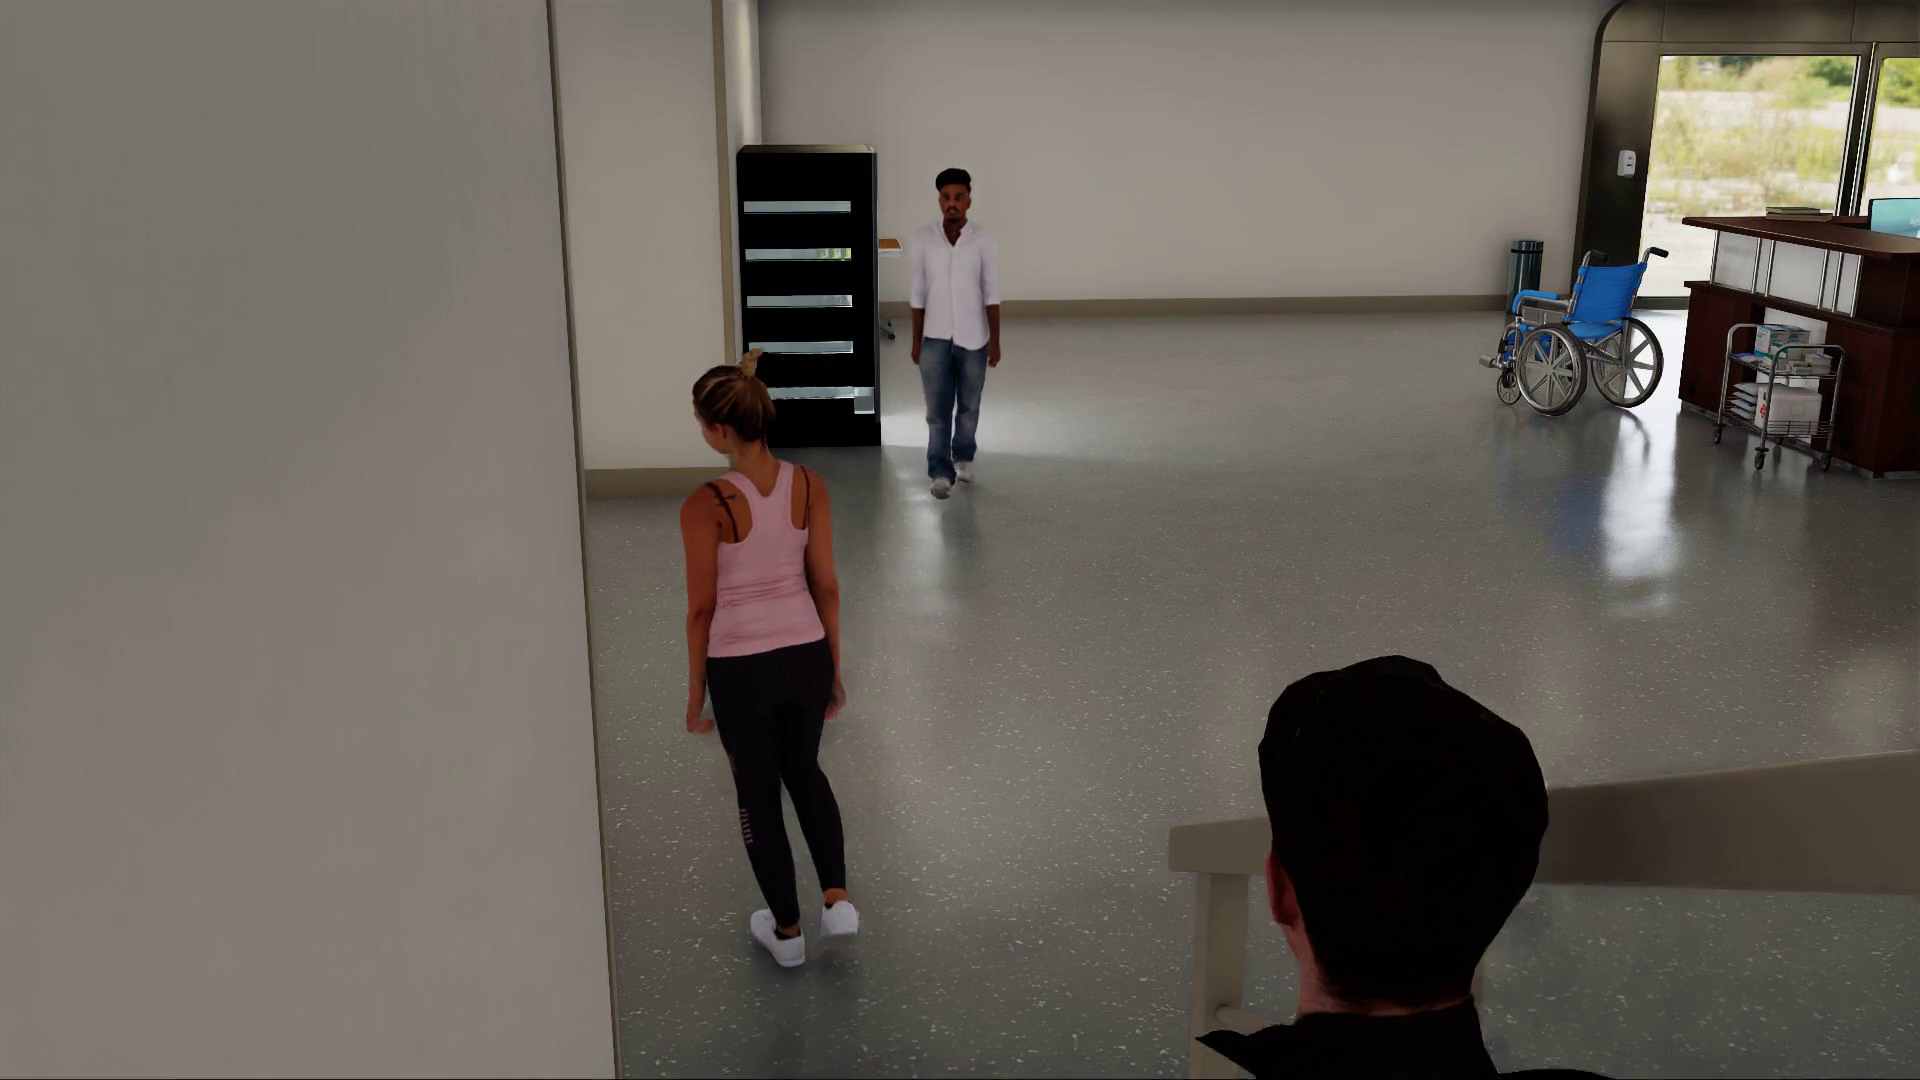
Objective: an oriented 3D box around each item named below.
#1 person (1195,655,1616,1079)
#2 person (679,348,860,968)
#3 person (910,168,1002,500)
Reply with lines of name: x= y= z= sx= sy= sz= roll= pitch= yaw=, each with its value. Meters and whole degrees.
person: x=0.310 y=1.078 z=1.210 sx=0.819 sy=1.877 sz=1.189 roll=-3 pitch=16 yaw=-11
person: x=-0.456 y=0.356 z=4.194 sx=0.707 sy=1.649 sz=0.764 roll=-8 pitch=18 yaw=-27
person: x=-0.010 y=-1.139 z=9.272 sx=0.748 sy=1.770 sz=1.160 roll=0 pitch=16 yaw=1
